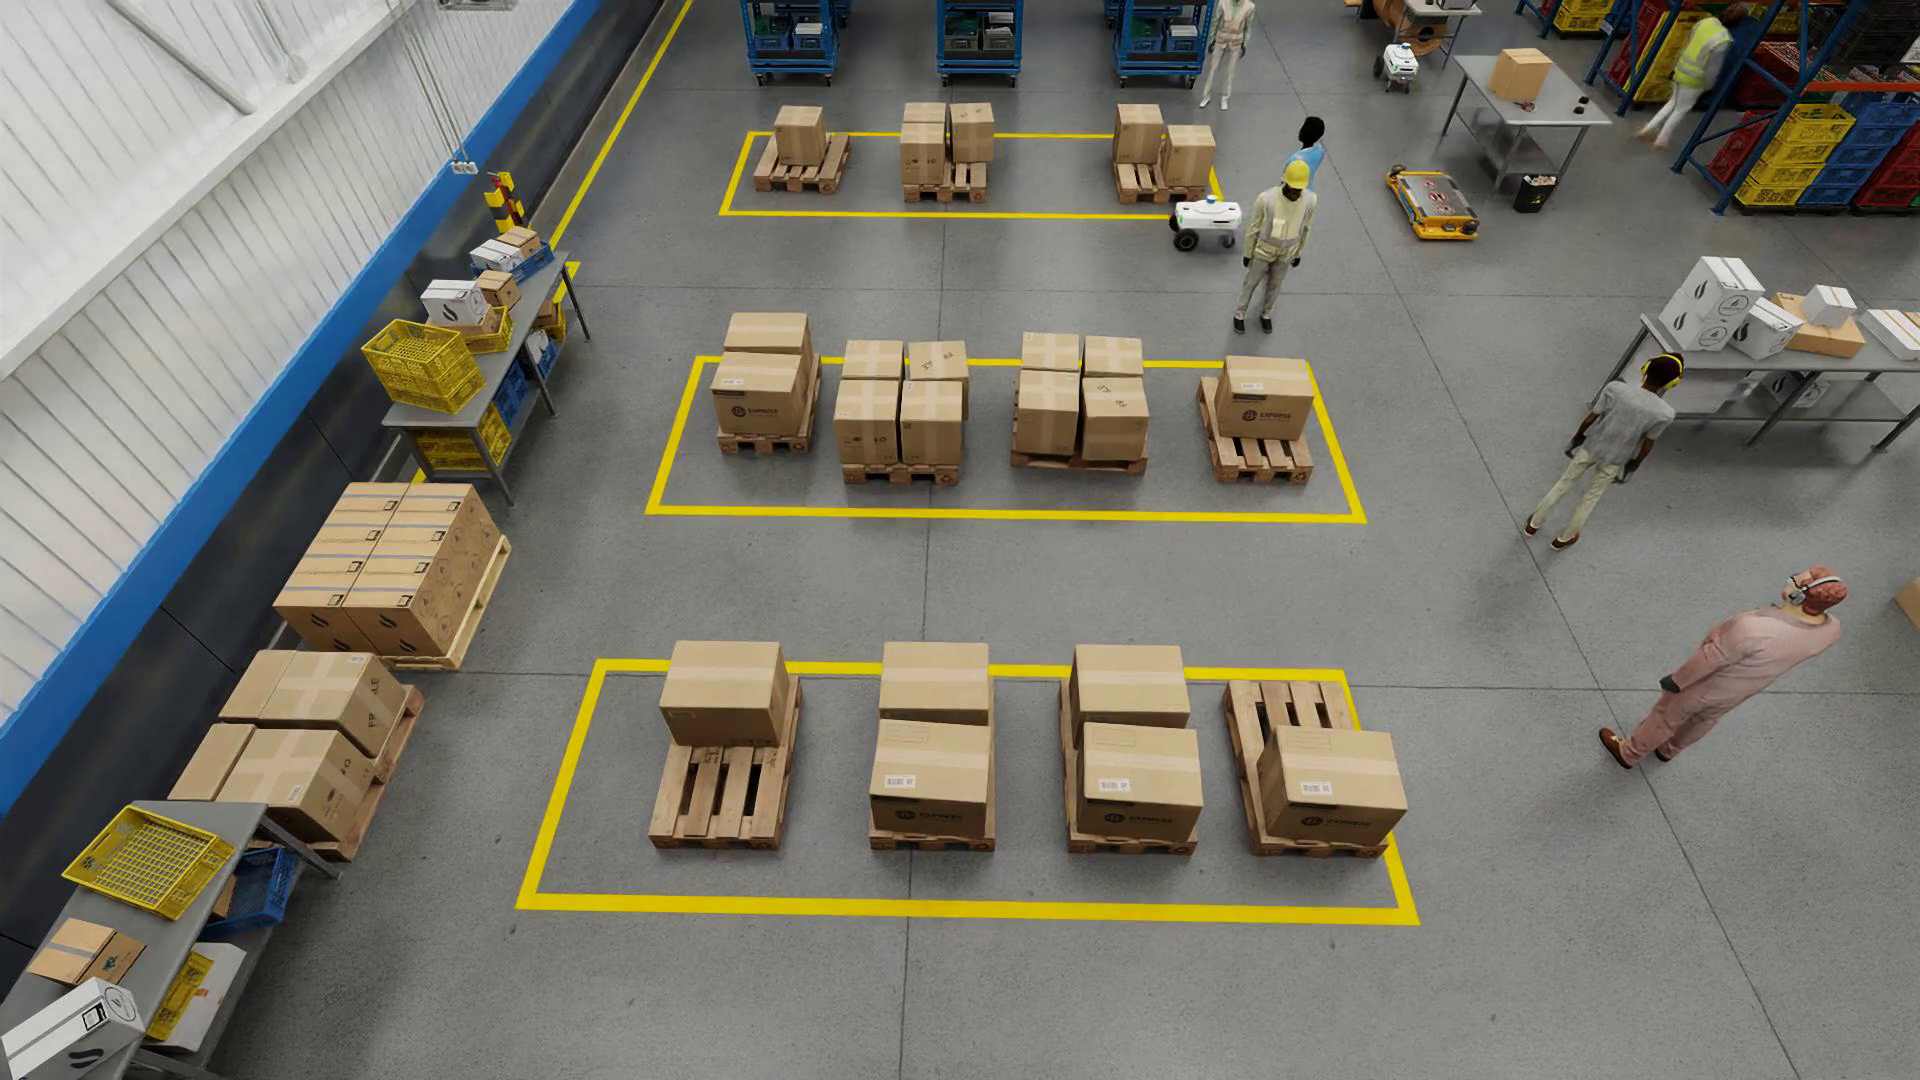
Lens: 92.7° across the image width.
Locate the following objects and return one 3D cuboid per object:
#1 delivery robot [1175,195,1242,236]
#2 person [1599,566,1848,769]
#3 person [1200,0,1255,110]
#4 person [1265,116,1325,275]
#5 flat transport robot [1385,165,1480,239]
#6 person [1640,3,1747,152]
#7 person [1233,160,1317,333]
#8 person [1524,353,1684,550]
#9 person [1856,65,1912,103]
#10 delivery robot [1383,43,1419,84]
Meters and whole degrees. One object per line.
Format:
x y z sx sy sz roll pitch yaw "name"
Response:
2.827 -3.694 10.467 0.707 0.478 0.477 1 49 0 "delivery robot"
4.764 0.830 5.732 0.647 1.901 0.402 -5 49 -4 "person"
3.630 -6.698 12.412 0.518 1.638 0.315 14 50 11 "person"
3.527 -3.632 9.720 0.536 1.700 0.318 -36 58 -27 "person"
5.692 -4.094 11.059 0.652 0.197 1.431 1 49 1 "flat transport robot"
9.233 -5.826 11.556 0.482 1.803 0.722 0 49 0 "person"
3.068 -2.833 8.949 0.598 1.823 0.403 -2 49 -2 "person"
4.947 -0.661 7.037 0.328 1.872 0.510 -35 58 -26 "person"
13.072 -6.942 12.429 0.627 1.940 0.370 -32 56 -24 "person"
6.375 -6.918 13.257 0.477 0.478 0.707 4 49 3 "delivery robot"
